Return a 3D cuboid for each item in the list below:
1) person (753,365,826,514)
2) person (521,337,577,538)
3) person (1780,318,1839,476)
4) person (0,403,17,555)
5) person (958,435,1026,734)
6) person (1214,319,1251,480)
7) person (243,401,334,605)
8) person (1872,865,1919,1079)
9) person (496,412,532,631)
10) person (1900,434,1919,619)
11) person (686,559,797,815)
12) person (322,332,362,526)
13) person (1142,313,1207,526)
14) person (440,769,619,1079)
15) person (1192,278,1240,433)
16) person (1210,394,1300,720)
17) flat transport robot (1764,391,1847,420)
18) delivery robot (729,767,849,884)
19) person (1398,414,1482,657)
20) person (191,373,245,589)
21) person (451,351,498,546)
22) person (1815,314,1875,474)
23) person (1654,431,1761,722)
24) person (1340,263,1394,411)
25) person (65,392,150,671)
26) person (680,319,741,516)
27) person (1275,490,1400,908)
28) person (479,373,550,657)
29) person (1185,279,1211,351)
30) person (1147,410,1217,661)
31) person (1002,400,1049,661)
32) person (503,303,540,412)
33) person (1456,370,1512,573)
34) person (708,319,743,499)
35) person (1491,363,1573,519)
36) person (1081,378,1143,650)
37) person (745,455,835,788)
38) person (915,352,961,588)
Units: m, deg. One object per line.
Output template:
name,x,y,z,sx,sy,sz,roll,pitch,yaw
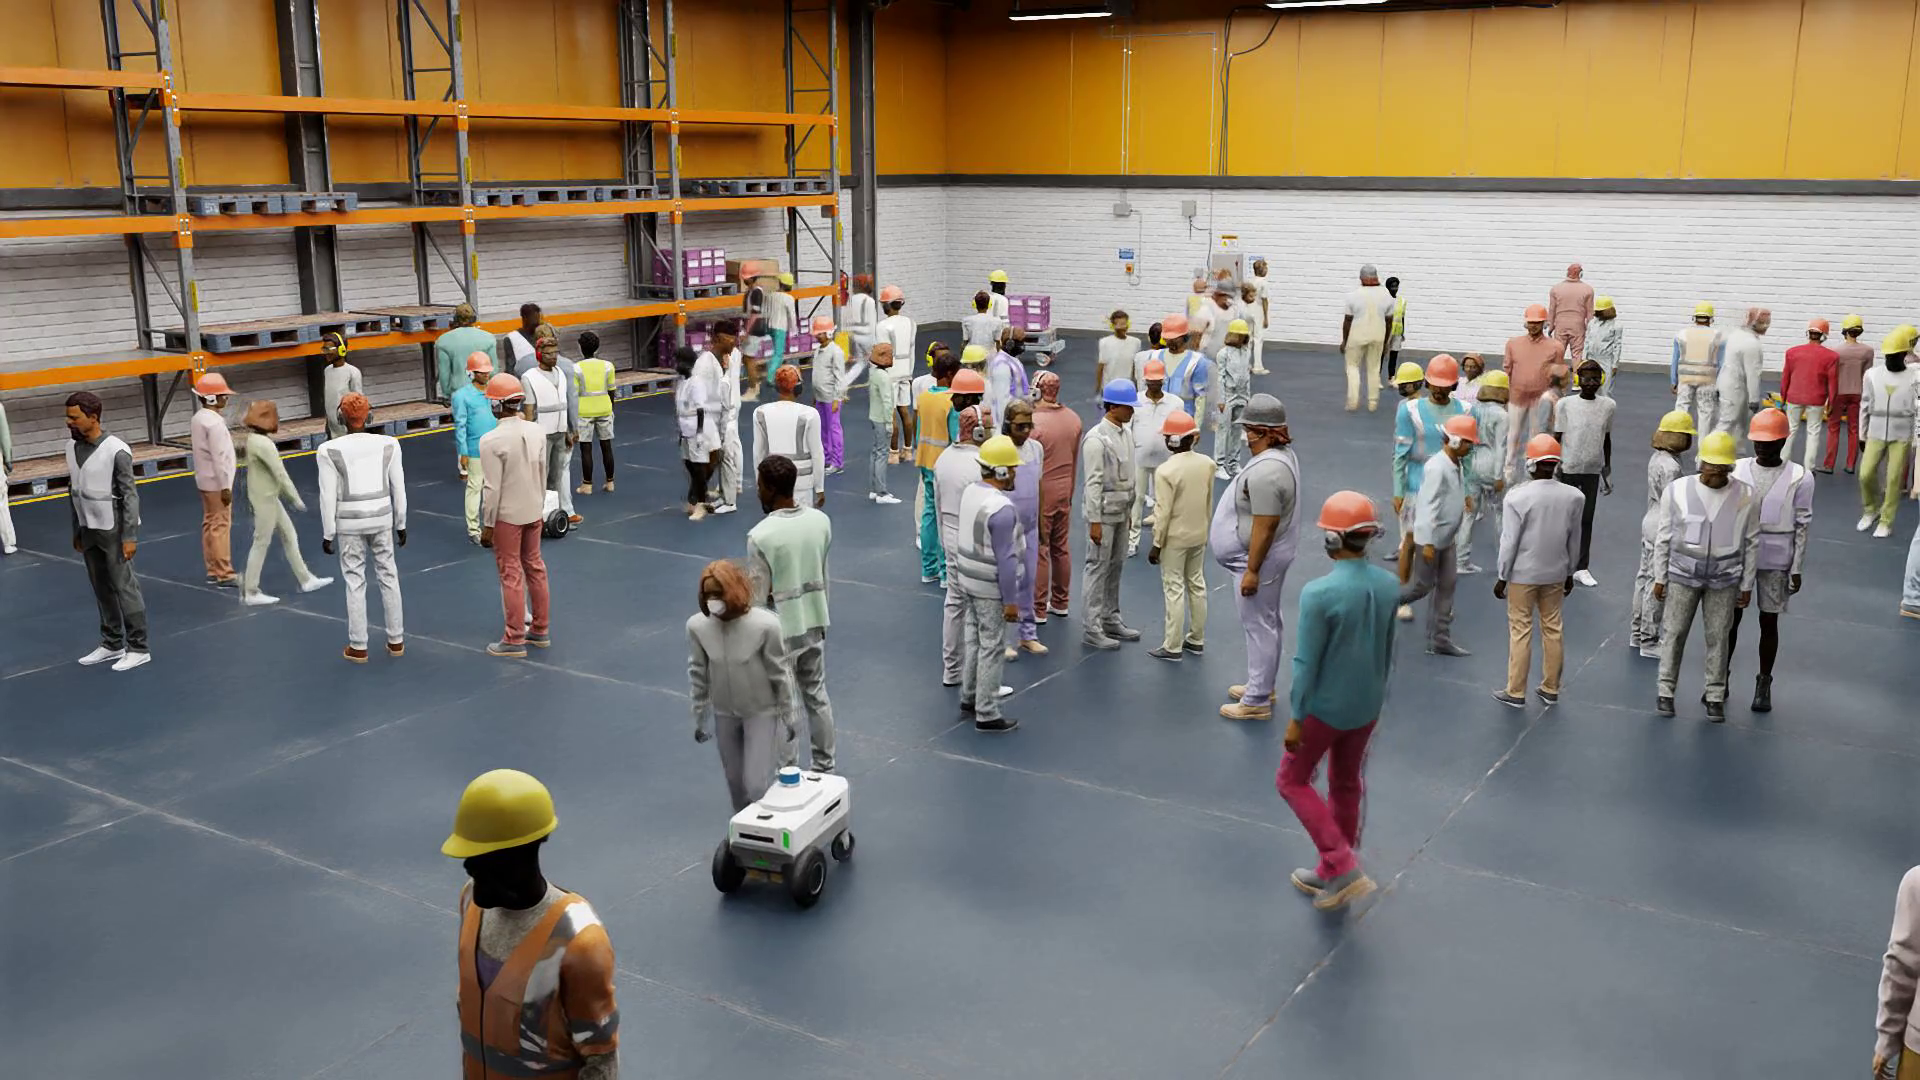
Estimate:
person,-1.324,-0.431,13.022,0.583,1.882,0.350,4,14,16
person,-3.825,-0.961,15.401,0.373,1.843,0.572,6,14,24
person,9.297,-1.556,18.219,0.576,1.737,0.354,11,17,39
person,-8.553,-0.651,14.508,0.525,1.639,0.307,-10,16,-36
person,0.198,0.269,10.123,0.404,1.822,0.597,-4,14,-18
person,2.991,-1.538,18.127,0.486,1.745,0.293,-10,16,-36
person,-5.317,-0.299,13.074,0.799,1.594,0.503,-8,15,-30
person,2.941,1.517,4.830,0.522,1.769,0.311,9,16,35
person,-3.261,-0.128,12.236,0.309,1.643,0.514,0,13,-2
person,7.448,-0.392,12.611,0.402,1.990,0.621,8,15,32
person,-1.047,0.858,8.023,0.522,1.602,0.431,4,14,18
person,-5.780,-1.012,15.570,0.524,1.871,0.325,8,15,31
person,2.001,-1.114,15.645,0.608,2.039,0.378,7,15,29
person,-1.148,1.524,4.443,0.588,1.927,0.371,10,16,37
person,3.211,-2.439,21.384,0.695,2.000,0.927,-10,16,-36
person,1.832,0.095,10.394,0.538,2.000,0.684,4,14,18
flat transport robot,11.523,-1.833,22.635,0.652,0.197,1.431,2,13,8
delivery robot,-0.819,1.340,8.045,0.477,0.478,0.707,5,14,21
person,3.301,-0.048,11.761,0.710,1.705,0.600,9,16,35
person,-6.034,-0.487,13.545,0.341,1.752,0.563,-10,16,-37
person,-4.307,-0.835,15.057,0.330,1.750,0.572,8,15,31
person,9.763,-1.601,18.353,0.525,1.769,0.308,0,13,-1
person,4.618,0.222,10.322,0.595,1.824,0.403,5,14,19
person,5.581,-2.796,22.932,0.693,2.000,0.537,-1,13,-4
person,-5.834,-0.068,11.368,0.596,1.917,0.372,7,15,26
person,-2.440,-1.186,16.227,0.605,1.913,0.643,2,13,9
person,1.750,0.757,7.648,0.652,1.981,0.450,-9,16,-34
person,-3.132,-0.175,11.664,0.381,1.994,0.614,6,14,25
person,3.659,-3.182,25.523,0.321,1.629,0.574,-10,16,-36
person,1.524,-0.034,11.580,0.560,1.753,0.329,-11,17,-39
person,0.386,-0.068,11.564,0.524,1.834,0.359,-9,16,-35
person,-4.738,-1.650,18.241,0.391,1.915,0.601,9,16,35
person,4.504,-0.576,14.022,0.824,1.696,0.502,-6,14,-26
person,-2.425,-1.337,17.034,0.345,1.847,0.507,6,14,23
person,5.387,-0.854,15.458,0.712,1.611,0.521,10,16,36
person,1.081,-0.189,11.856,0.415,1.940,0.605,8,15,31
person,-0.910,0.489,8.984,0.397,1.911,0.597,10,16,37
person,-0.149,-0.567,13.549,0.397,1.914,0.587,-9,16,-33
